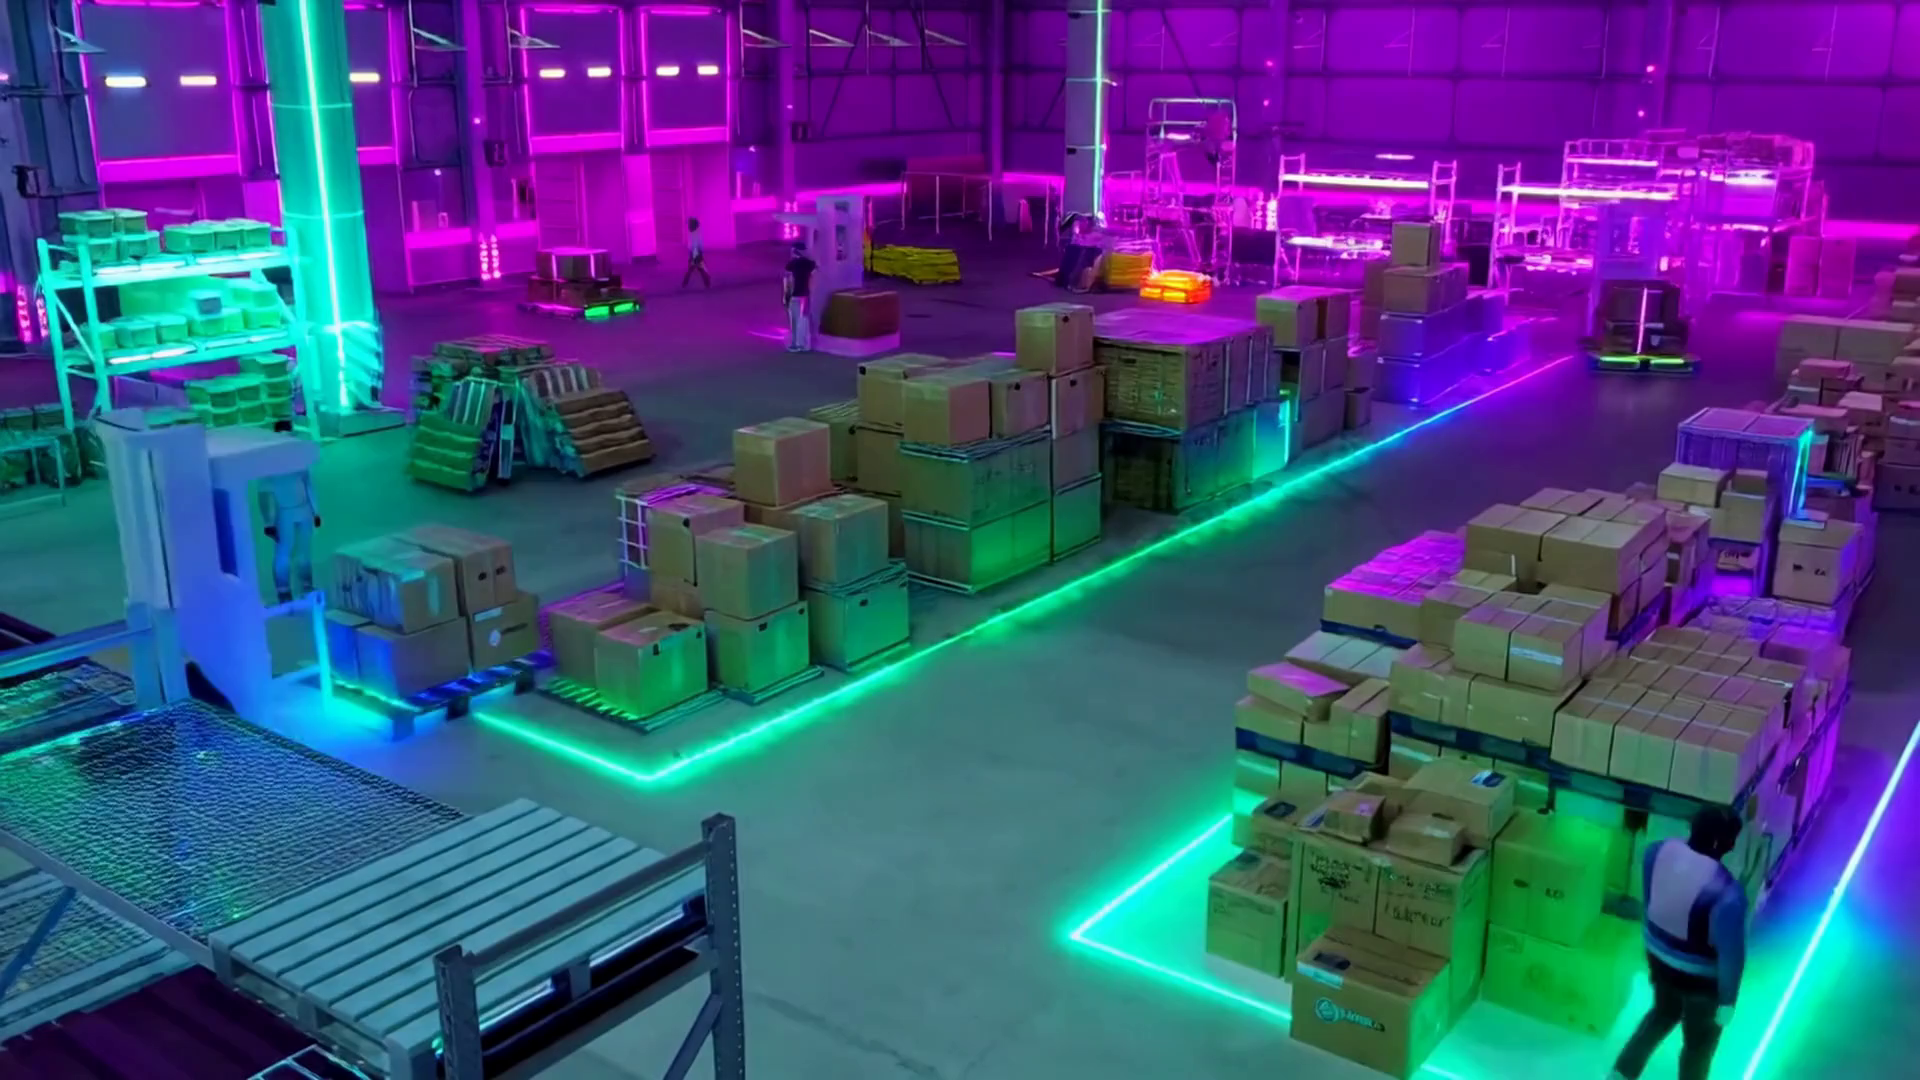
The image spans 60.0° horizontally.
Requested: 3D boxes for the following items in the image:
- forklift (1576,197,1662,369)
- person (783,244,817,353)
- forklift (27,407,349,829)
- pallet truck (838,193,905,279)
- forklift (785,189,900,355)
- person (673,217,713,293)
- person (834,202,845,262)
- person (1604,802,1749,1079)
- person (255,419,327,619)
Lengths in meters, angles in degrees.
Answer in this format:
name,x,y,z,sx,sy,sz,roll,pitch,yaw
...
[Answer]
name,x,y,z,sx,sy,sz,roll,pitch,yaw
forklift,11.394,-4.480,28.610,1.129,2.768,1.873,4,17,12
person,-2.838,-4.308,29.666,0.639,1.928,0.369,-9,19,-27
forklift,-5.806,0.452,12.277,1.129,2.768,1.873,12,21,35
pallet truck,-1.936,-7.159,38.982,1.885,1.965,0.823,-12,21,-34
forklift,-2.103,-4.831,29.771,1.873,2.768,1.129,12,21,35
person,-5.882,-6.249,36.557,0.879,1.643,0.540,-6,18,-18
person,-2.726,-6.608,37.305,0.581,1.919,0.403,1,17,2
person,3.649,2.168,8.394,0.566,1.825,0.645,-7,18,-22
person,-6.478,-0.219,16.104,0.362,1.938,0.635,9,19,26
